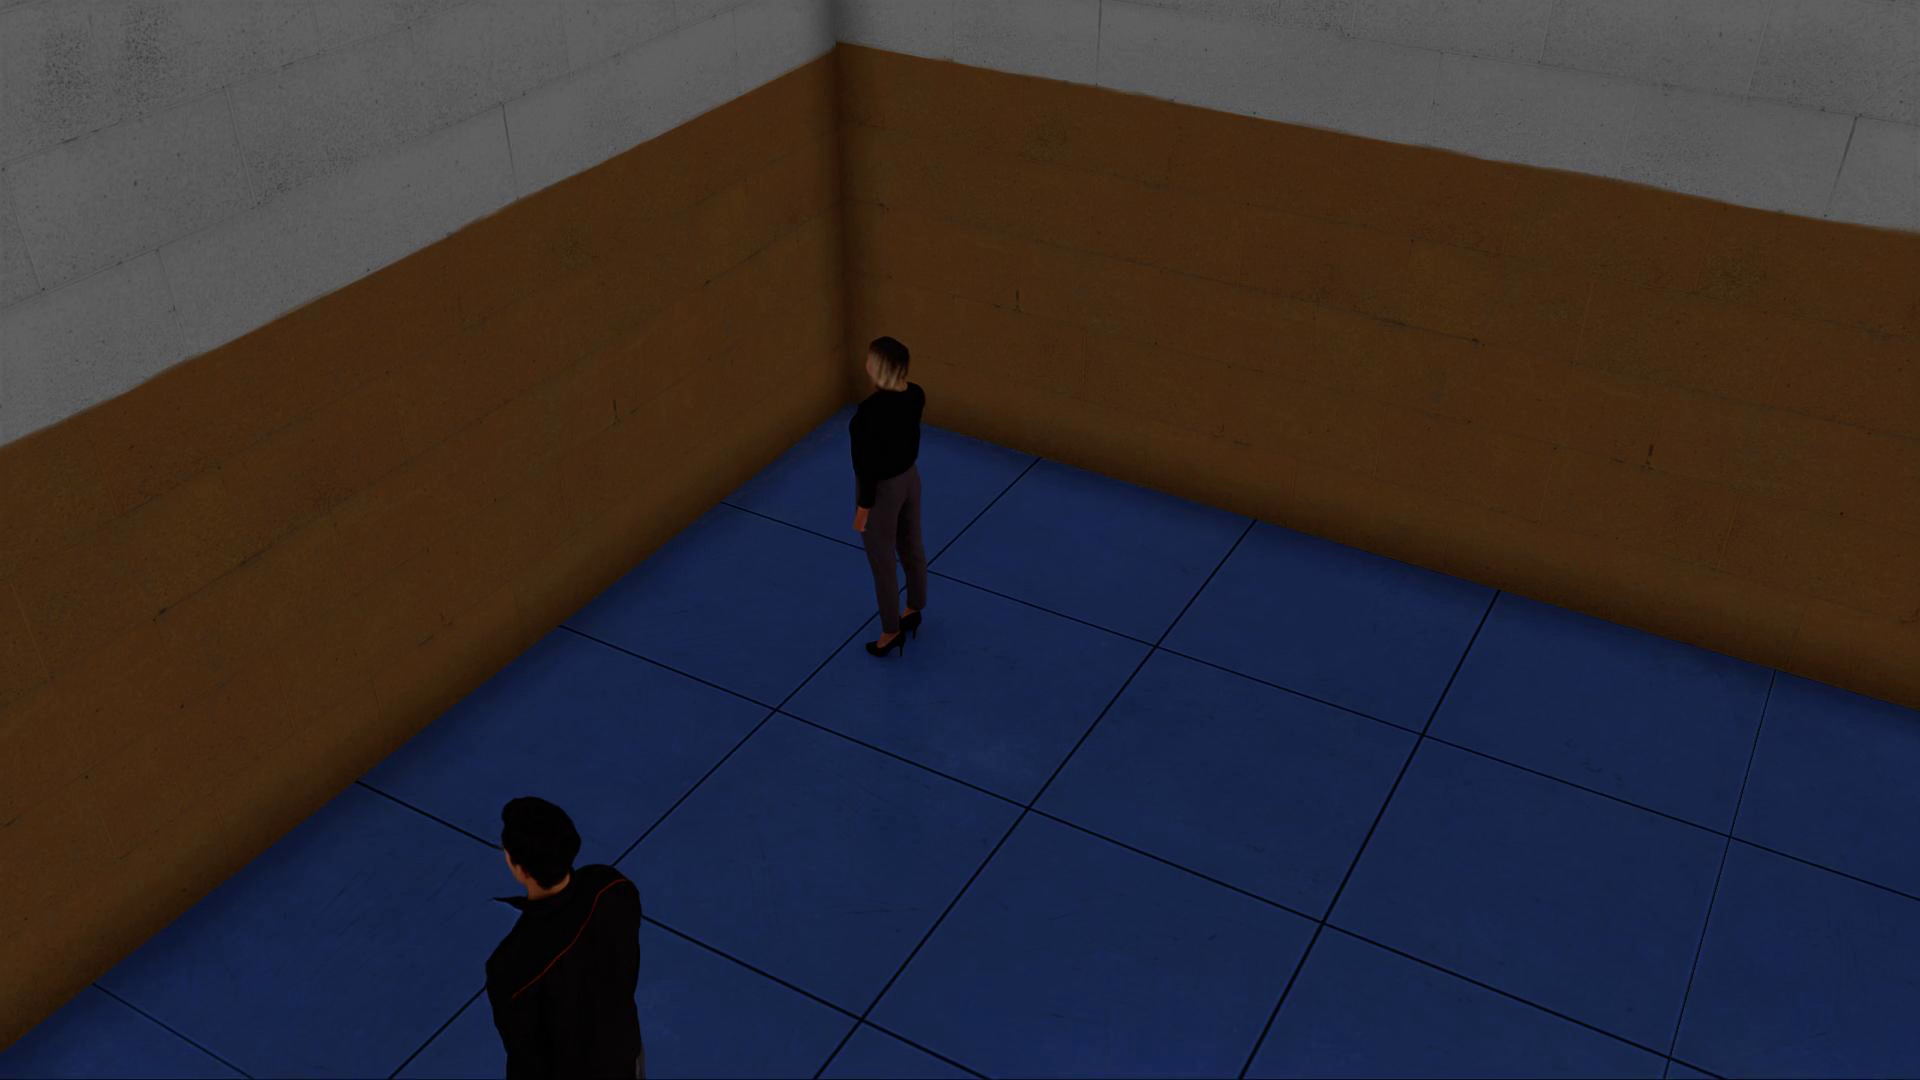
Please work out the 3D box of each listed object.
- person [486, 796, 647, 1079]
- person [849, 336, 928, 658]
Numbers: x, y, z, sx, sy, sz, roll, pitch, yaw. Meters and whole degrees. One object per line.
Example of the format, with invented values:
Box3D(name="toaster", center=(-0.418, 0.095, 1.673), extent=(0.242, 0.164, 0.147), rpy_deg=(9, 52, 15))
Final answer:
Box3D(name="person", center=(-1.113, 1.519, 4.915), extent=(0.764, 1.946, 0.530), rpy_deg=(15, 37, 22))
Box3D(name="person", center=(-0.316, -0.186, 7.726), extent=(0.668, 1.672, 0.480), rpy_deg=(21, 39, 28))
